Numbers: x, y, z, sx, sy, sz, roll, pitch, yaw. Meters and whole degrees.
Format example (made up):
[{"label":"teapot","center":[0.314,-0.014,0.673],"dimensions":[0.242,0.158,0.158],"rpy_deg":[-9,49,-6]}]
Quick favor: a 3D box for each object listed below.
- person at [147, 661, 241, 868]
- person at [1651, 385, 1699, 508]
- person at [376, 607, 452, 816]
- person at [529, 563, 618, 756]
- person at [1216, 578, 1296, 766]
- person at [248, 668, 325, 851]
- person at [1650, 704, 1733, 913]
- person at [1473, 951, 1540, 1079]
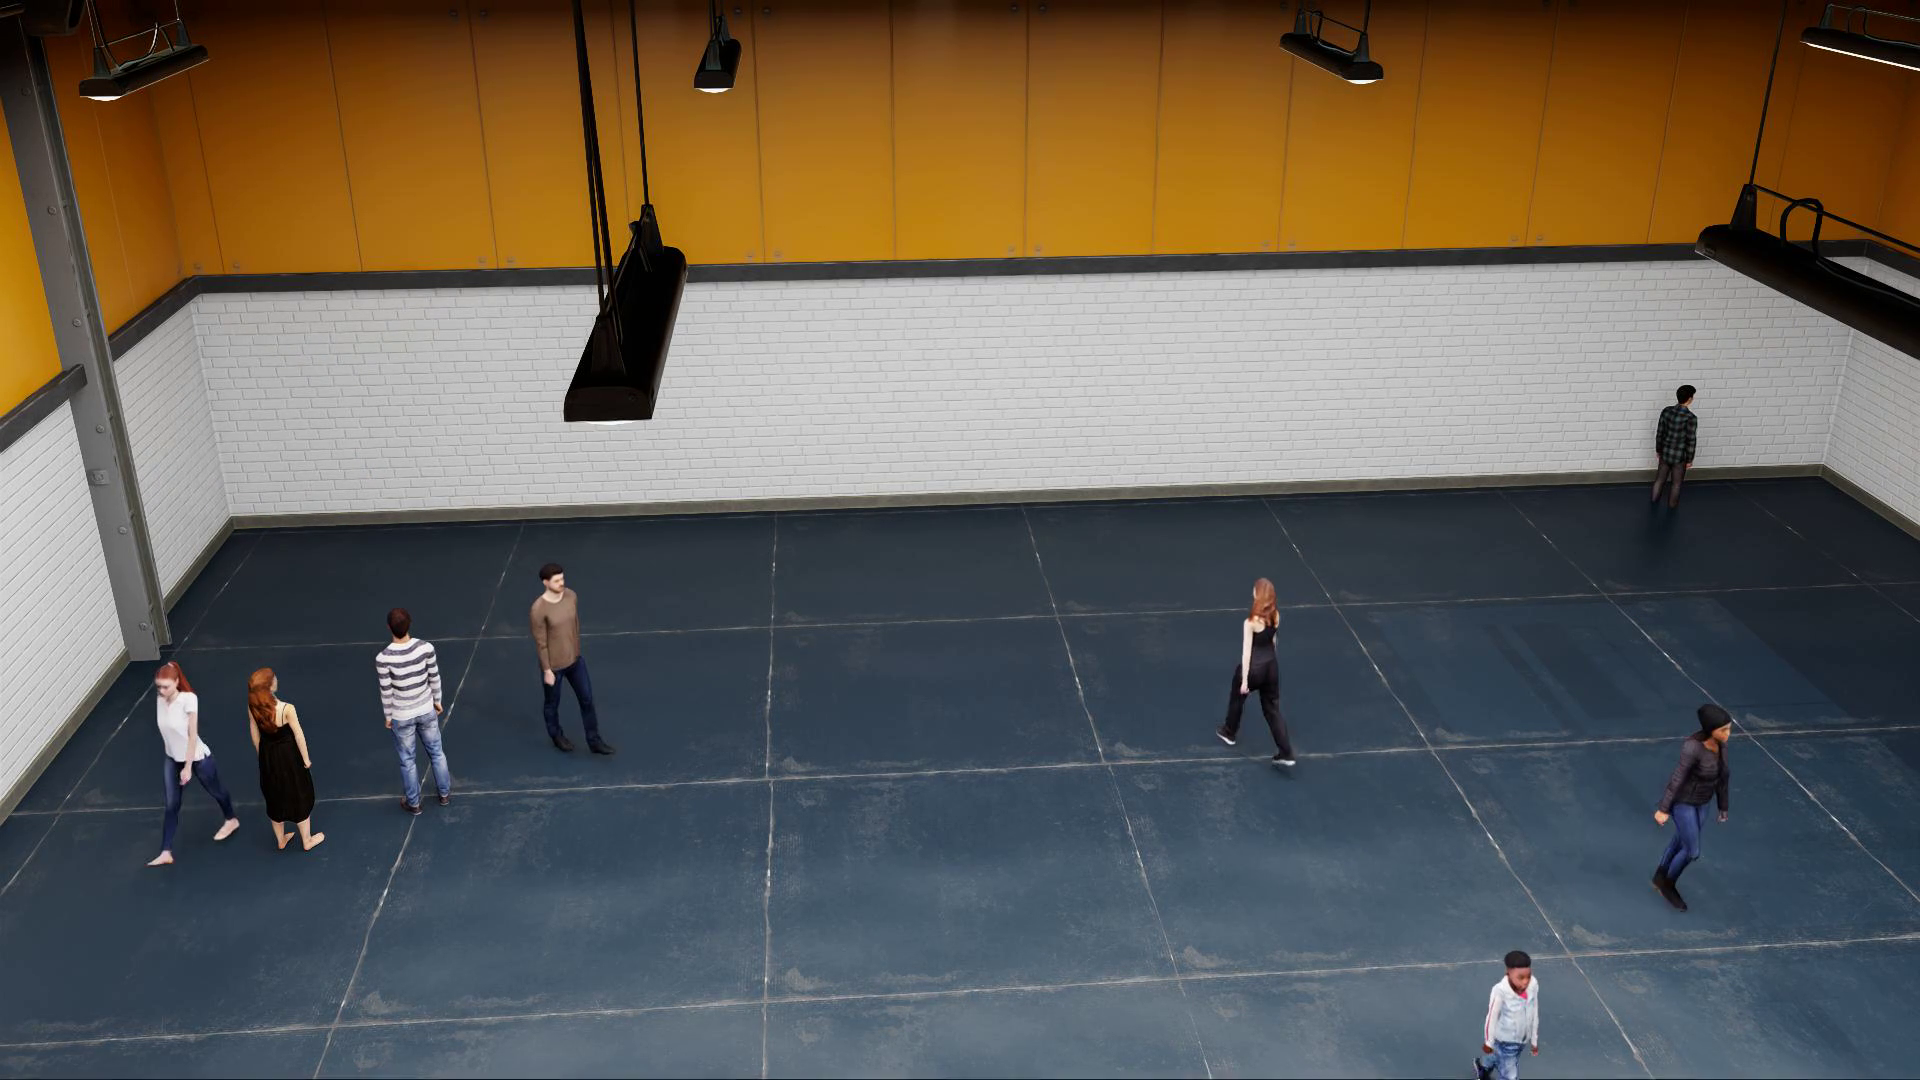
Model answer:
[{"label":"person","center":[-6.101,1.726,13.353],"dimensions":[0.814,1.689,1.162],"rpy_deg":[7,25,15]},{"label":"person","center":[8.683,-1.073,20.231],"dimensions":[0.784,1.714,0.682],"rpy_deg":[-16,28,-33]},{"label":"person","center":[-4.558,1.414,13.861],"dimensions":[0.723,1.855,0.707],"rpy_deg":[-15,28,-31]},{"label":"person","center":[-3.586,1.038,14.712],"dimensions":[1.068,1.862,1.011],"rpy_deg":[18,30,36]},{"label":"person","center":[2.690,1.194,14.552],"dimensions":[0.961,1.705,1.238],"rpy_deg":[-14,27,-29]},{"label":"person","center":[-5.462,1.759,13.357],"dimensions":[0.623,1.626,0.617],"rpy_deg":[2,24,5]},{"label":"person","center":[5.492,1.995,12.693],"dimensions":[0.798,1.725,0.810],"rpy_deg":[-12,26,-25]},{"label":"person","center":[3.514,3.132,10.687],"dimensions":[0.606,1.249,0.899],"rpy_deg":[-8,25,-17]}]
